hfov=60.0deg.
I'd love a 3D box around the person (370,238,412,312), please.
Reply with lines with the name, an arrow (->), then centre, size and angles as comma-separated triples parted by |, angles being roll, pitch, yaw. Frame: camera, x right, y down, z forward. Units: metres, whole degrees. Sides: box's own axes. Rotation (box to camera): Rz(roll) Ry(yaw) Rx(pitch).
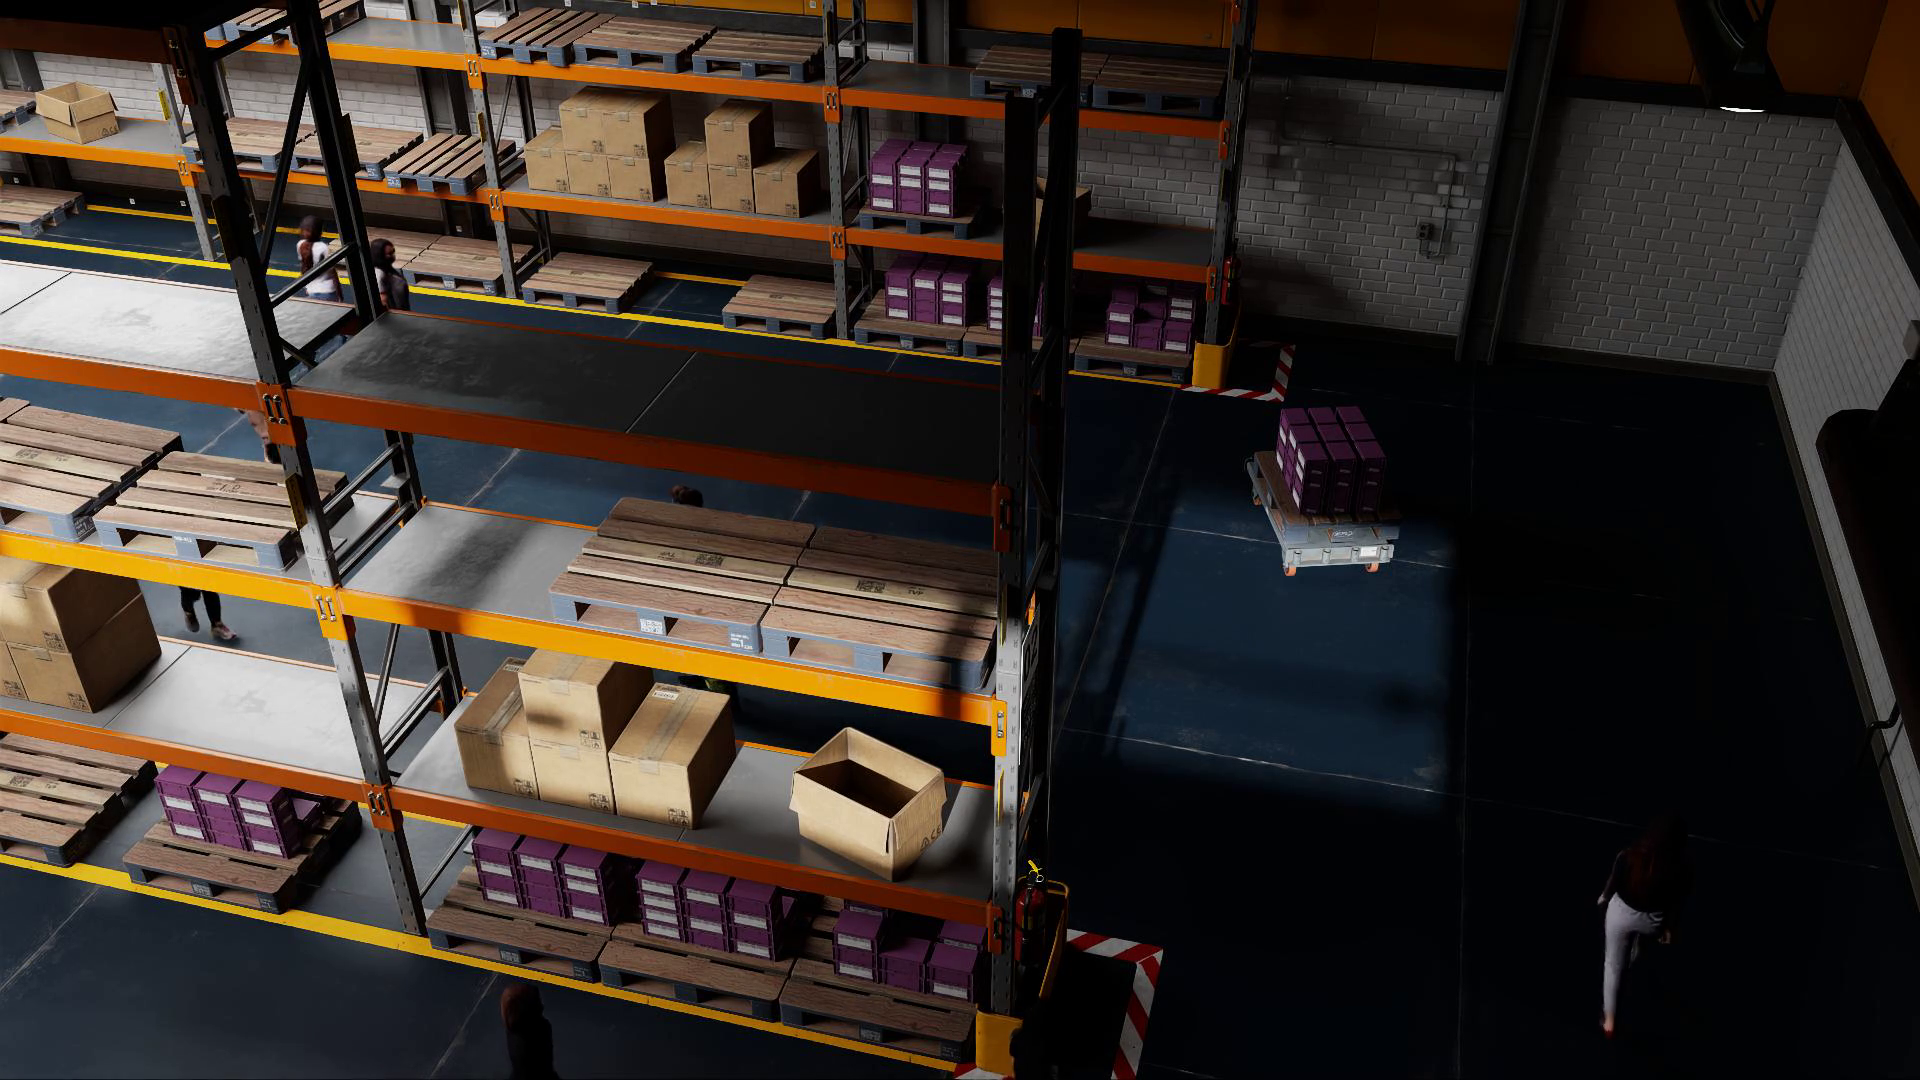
person -> -5.813, -2.311, 16.944 | 0.805, 1.608, 0.759 | -9, 35, -13

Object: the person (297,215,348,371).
person -> -6.601, -2.502, 17.146 | 0.887, 1.703, 0.727 | 12, 36, 18

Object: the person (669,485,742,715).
person -> -1.851, 0.475, 12.438 | 0.872, 1.957, 0.817 | 10, 35, 15

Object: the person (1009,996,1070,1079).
person -> 0.360, 3.090, 8.715 | 0.768, 1.724, 0.680 | -28, 43, -35

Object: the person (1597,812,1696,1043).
person -> 4.068, 2.320, 10.009 | 0.986, 1.573, 0.668 | 9, 35, 14
